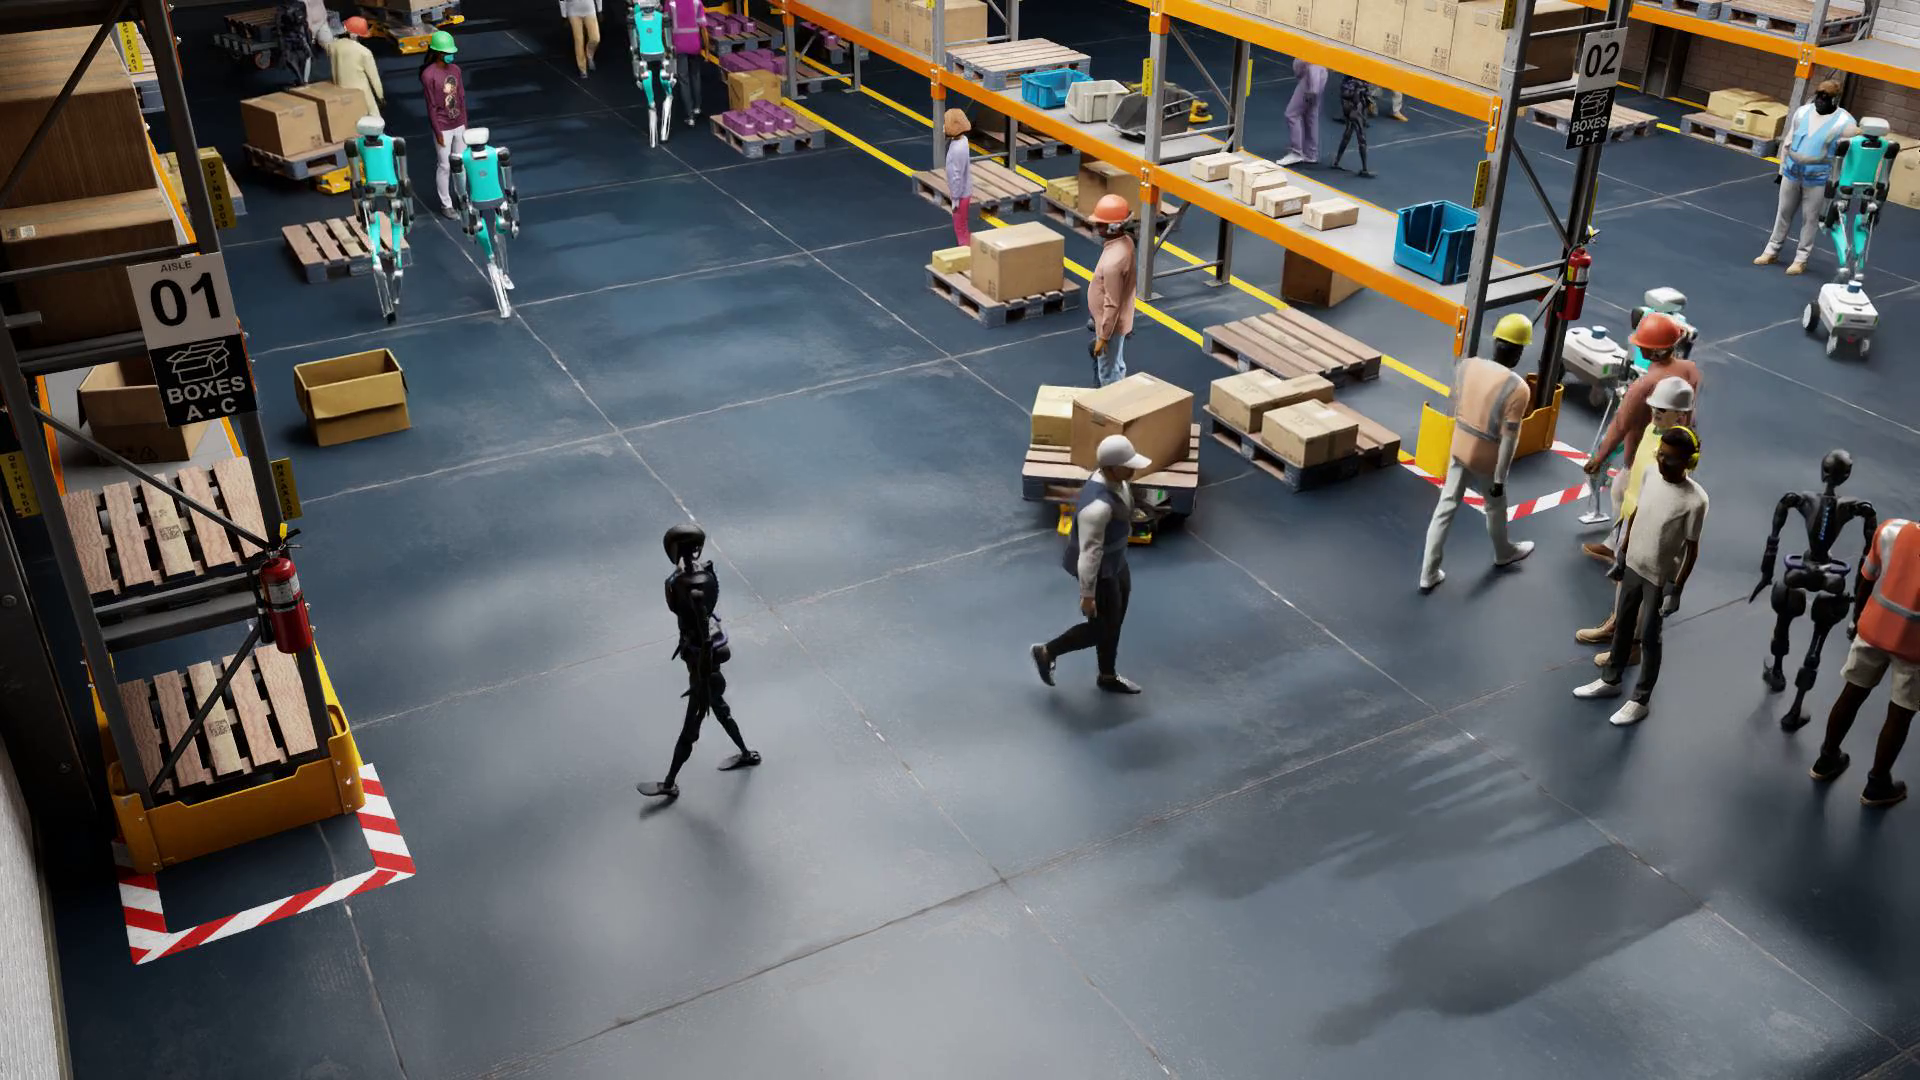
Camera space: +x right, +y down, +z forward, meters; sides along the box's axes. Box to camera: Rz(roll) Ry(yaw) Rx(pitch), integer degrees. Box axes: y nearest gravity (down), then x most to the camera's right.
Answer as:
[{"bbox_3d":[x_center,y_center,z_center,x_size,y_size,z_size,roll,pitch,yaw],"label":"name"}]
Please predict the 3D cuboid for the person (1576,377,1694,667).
[{"bbox_3d":[4.109,-0.109,9.971,0.382,1.894,0.478,-2,30,-4],"label":"person"}]

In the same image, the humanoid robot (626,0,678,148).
[{"bbox_3d":[-3.562,-5.489,19.511,0.540,1.821,0.742,-2,30,-4],"label":"humanoid robot"}]

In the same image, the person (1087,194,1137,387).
[{"bbox_3d":[1.126,-1.637,12.530,0.376,1.994,0.609,6,30,10],"label":"person"}]

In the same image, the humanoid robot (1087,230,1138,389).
[{"bbox_3d":[1.123,-1.613,12.825,0.433,1.641,0.614,12,32,20],"label":"humanoid robot"}]

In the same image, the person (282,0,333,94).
[{"bbox_3d":[-8.431,-6.682,21.423,0.977,1.876,0.728,-1,30,-1],"label":"person"}]

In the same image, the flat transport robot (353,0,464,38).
[{"bbox_3d":[-8.195,-7.757,24.913,0.659,0.231,1.431,17,34,27],"label":"flat transport robot"}]

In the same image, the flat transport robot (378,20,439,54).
[{"bbox_3d":[-7.955,-7.314,24.141,0.659,0.231,1.431,-16,34,-26],"label":"flat transport robot"}]

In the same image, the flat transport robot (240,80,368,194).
[{"bbox_3d":[-7.183,-4.170,18.669,1.431,0.231,0.659,22,36,33],"label":"flat transport robot"}]

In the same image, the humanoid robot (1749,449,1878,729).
[{"bbox_3d":[4.928,0.246,9.588,0.612,1.621,0.687,13,32,21],"label":"humanoid robot"}]

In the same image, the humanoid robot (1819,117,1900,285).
[{"bbox_3d":[7.982,-2.790,14.833,0.538,1.828,0.710,4,30,7],"label":"humanoid robot"}]

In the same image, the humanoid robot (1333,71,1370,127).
[{"bbox_3d":[4.890,-5.877,20.237,0.593,1.632,0.484,-15,33,-24],"label":"humanoid robot"}]

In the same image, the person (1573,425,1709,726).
[{"bbox_3d":[3.912,0.195,9.465,0.327,1.869,0.515,-12,32,-19],"label":"person"}]

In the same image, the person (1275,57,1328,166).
[{"bbox_3d":[3.862,-5.177,18.797,0.603,1.886,0.665,8,31,13],"label":"person"}]

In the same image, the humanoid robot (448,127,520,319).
[{"bbox_3d":[-4.298,-2.960,15.130,0.546,1.765,1.032,-10,31,-16],"label":"humanoid robot"}]

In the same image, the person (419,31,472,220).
[{"bbox_3d":[-5.276,-4.288,17.211,0.449,1.934,0.483,19,35,29],"label":"person"}]

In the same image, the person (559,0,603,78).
[{"bbox_3d":[-5.061,-7.080,22.256,0.589,1.730,0.409,-14,33,-22],"label":"person"}]

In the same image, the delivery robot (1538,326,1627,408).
[{"bbox_3d":[5.198,-1.468,13.670,0.499,0.587,0.785,-10,31,-17],"label":"delivery robot"}]

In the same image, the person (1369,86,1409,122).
[{"bbox_3d":[5.376,-6.081,20.378,0.576,1.881,0.467,-23,37,-34],"label":"person"}]

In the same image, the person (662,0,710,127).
[{"bbox_3d":[-3.383,-6.061,20.402,0.522,1.815,0.842,-11,32,-19],"label":"person"}]

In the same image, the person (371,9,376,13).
[{"bbox_3d":[-9.027,-8.918,25.560,0.504,1.632,0.267,24,38,35],"label":"person"}]

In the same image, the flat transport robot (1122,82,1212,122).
[{"bbox_3d":[2.590,-5.543,21.058,0.659,0.231,1.431,-9,31,-15],"label":"flat transport robot"}]

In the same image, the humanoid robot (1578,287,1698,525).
[{"bbox_3d":[4.571,-0.861,11.436,0.973,1.741,0.560,-11,32,-19],"label":"humanoid robot"}]

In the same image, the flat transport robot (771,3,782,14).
[{"bbox_3d":[-2.248,-8.410,26.050,1.431,0.231,0.659,-3,30,-5],"label":"flat transport robot"}]

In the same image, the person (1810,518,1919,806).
[{"bbox_3d":[5.008,0.519,8.818,0.383,1.957,0.610,-18,34,-28],"label":"person"}]

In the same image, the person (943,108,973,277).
[{"bbox_3d":[-0.025,-3.262,15.724,0.287,1.626,0.500,0,30,-1],"label":"person"}]

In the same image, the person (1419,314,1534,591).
[{"bbox_3d":[3.431,-0.581,10.812,0.986,1.862,0.607,-18,34,-28],"label":"person"}]

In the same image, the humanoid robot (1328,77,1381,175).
[{"bbox_3d":[4.506,-4.903,18.545,0.625,1.640,0.598,12,32,20],"label":"humanoid robot"}]

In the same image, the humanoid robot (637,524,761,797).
[{"bbox_3d":[-1.463,0.626,8.934,0.725,1.627,0.614,-10,31,-17],"label":"humanoid robot"}]

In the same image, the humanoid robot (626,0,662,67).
[{"bbox_3d":[-4.420,-7.470,22.950,0.535,1.791,0.854,-16,34,-26],"label":"humanoid robot"}]

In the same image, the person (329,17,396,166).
[{"bbox_3d":[-6.769,-5.024,18.720,0.602,1.701,0.337,7,31,12],"label":"person"}]

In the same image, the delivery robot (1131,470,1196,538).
[{"bbox_3d":[1.264,-0.384,11.806,0.811,0.609,0.499,26,39,38],"label":"delivery robot"}]

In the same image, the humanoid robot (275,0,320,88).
[{"bbox_3d":[-8.225,-6.094,20.644,0.739,1.631,0.613,12,32,19],"label":"humanoid robot"}]

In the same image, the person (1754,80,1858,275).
[{"bbox_3d":[8.076,-3.456,15.848,0.431,1.844,0.622,-20,35,-30],"label":"person"}]

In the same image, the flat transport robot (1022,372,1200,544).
[{"bbox_3d":[1.112,-0.405,12.115,0.659,0.231,1.431,5,30,8],"label":"flat transport robot"}]

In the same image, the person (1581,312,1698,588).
[{"bbox_3d":[4.323,-0.566,10.700,0.629,1.957,0.767,-22,37,-34],"label":"person"}]

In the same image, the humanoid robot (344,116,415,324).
[{"bbox_3d":[-5.164,-2.795,14.841,0.537,1.789,0.919,-4,30,-8],"label":"humanoid robot"}]

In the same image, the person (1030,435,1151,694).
[{"bbox_3d":[0.784,0.153,9.668,0.596,1.742,0.760,10,31,16],"label":"person"}]

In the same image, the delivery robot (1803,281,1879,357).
[{"bbox_3d":[7.753,-1.967,14.566,0.499,0.613,0.807,6,30,11],"label":"delivery robot"}]

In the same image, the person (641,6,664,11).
[{"bbox_3d":[-4.909,-9.150,25.759,0.429,1.842,0.632,-19,35,-30],"label":"person"}]
